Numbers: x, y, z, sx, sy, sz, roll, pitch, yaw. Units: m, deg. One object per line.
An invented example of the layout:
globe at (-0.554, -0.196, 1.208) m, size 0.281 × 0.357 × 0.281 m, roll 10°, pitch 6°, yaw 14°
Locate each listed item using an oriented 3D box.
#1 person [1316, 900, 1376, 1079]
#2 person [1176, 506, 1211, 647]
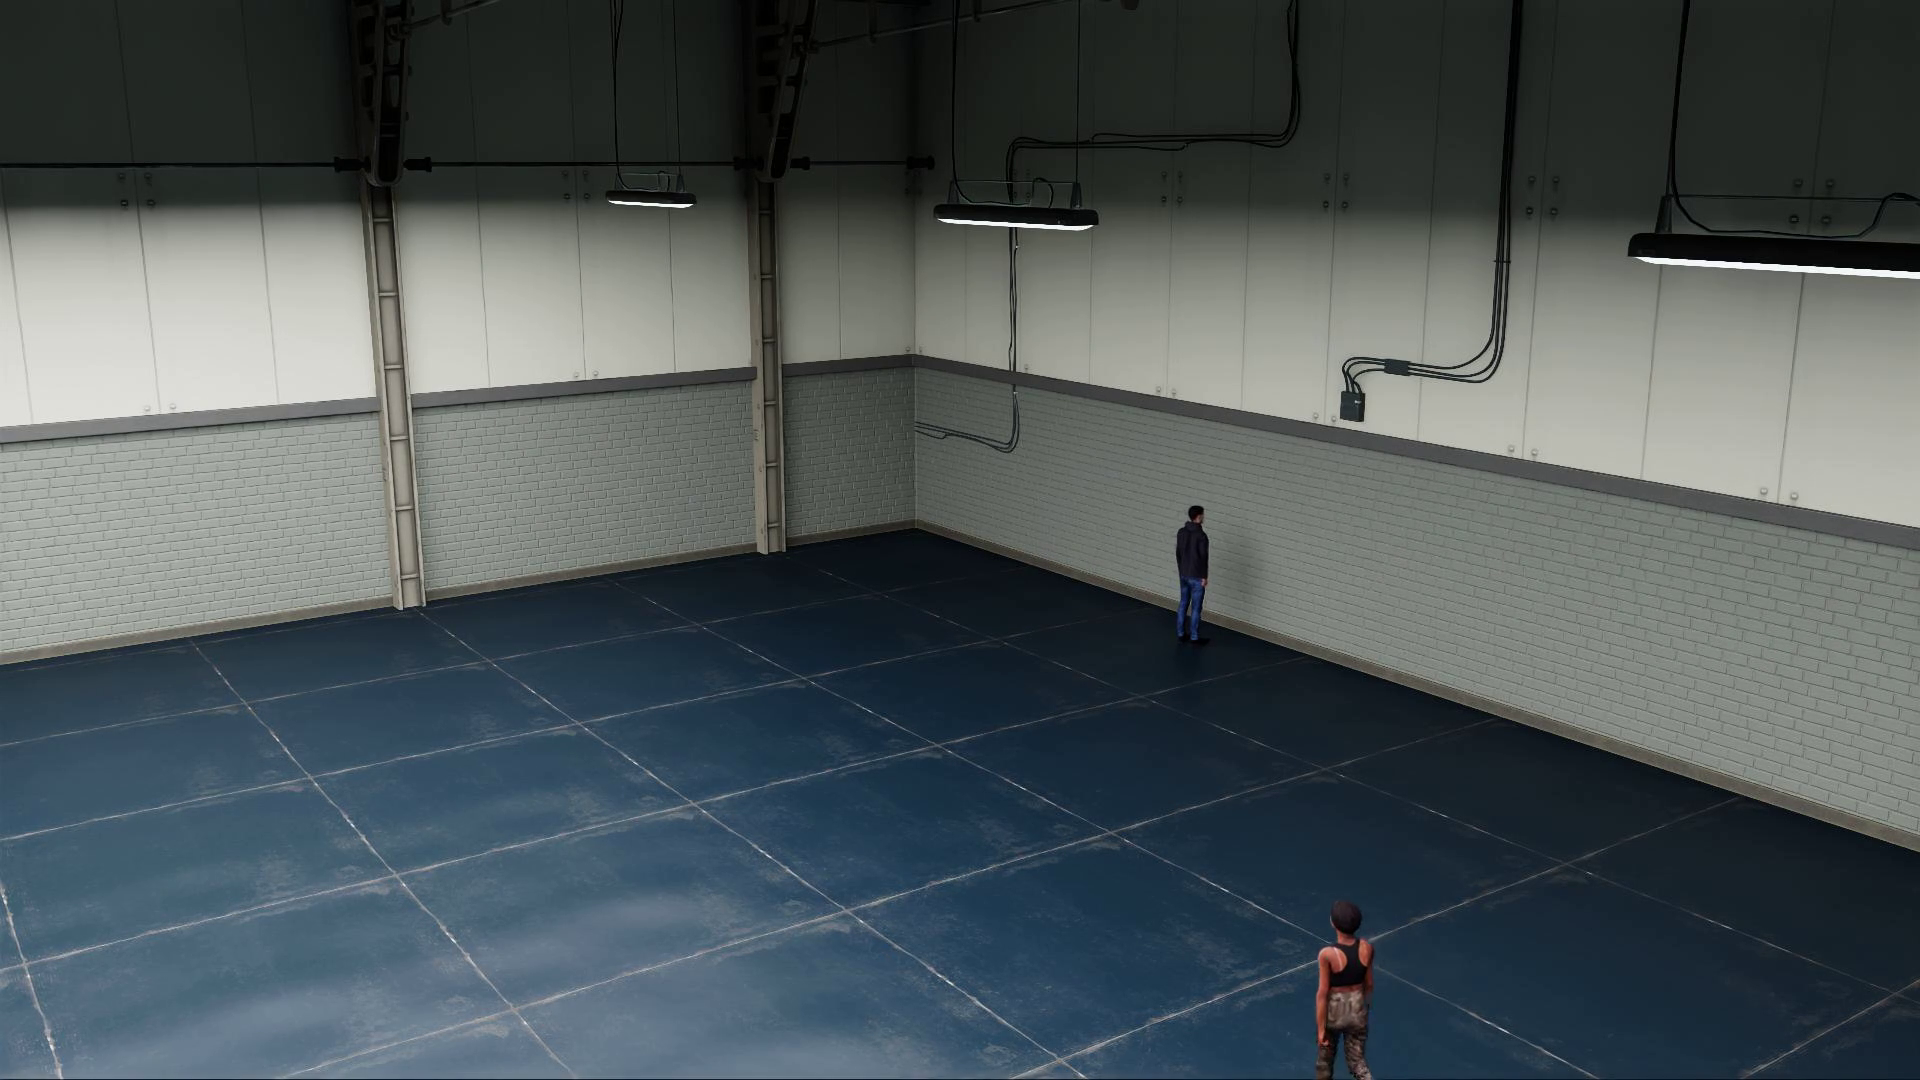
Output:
person at (2.570, 3.204, 10.935) m, size 1.077 × 1.671 × 0.941 m, roll -2°, pitch 13°, yaw -10°
person at (3.106, 0.466, 22.277) m, size 0.563 × 1.890 × 0.673 m, roll -10°, pitch 16°, yaw -37°
